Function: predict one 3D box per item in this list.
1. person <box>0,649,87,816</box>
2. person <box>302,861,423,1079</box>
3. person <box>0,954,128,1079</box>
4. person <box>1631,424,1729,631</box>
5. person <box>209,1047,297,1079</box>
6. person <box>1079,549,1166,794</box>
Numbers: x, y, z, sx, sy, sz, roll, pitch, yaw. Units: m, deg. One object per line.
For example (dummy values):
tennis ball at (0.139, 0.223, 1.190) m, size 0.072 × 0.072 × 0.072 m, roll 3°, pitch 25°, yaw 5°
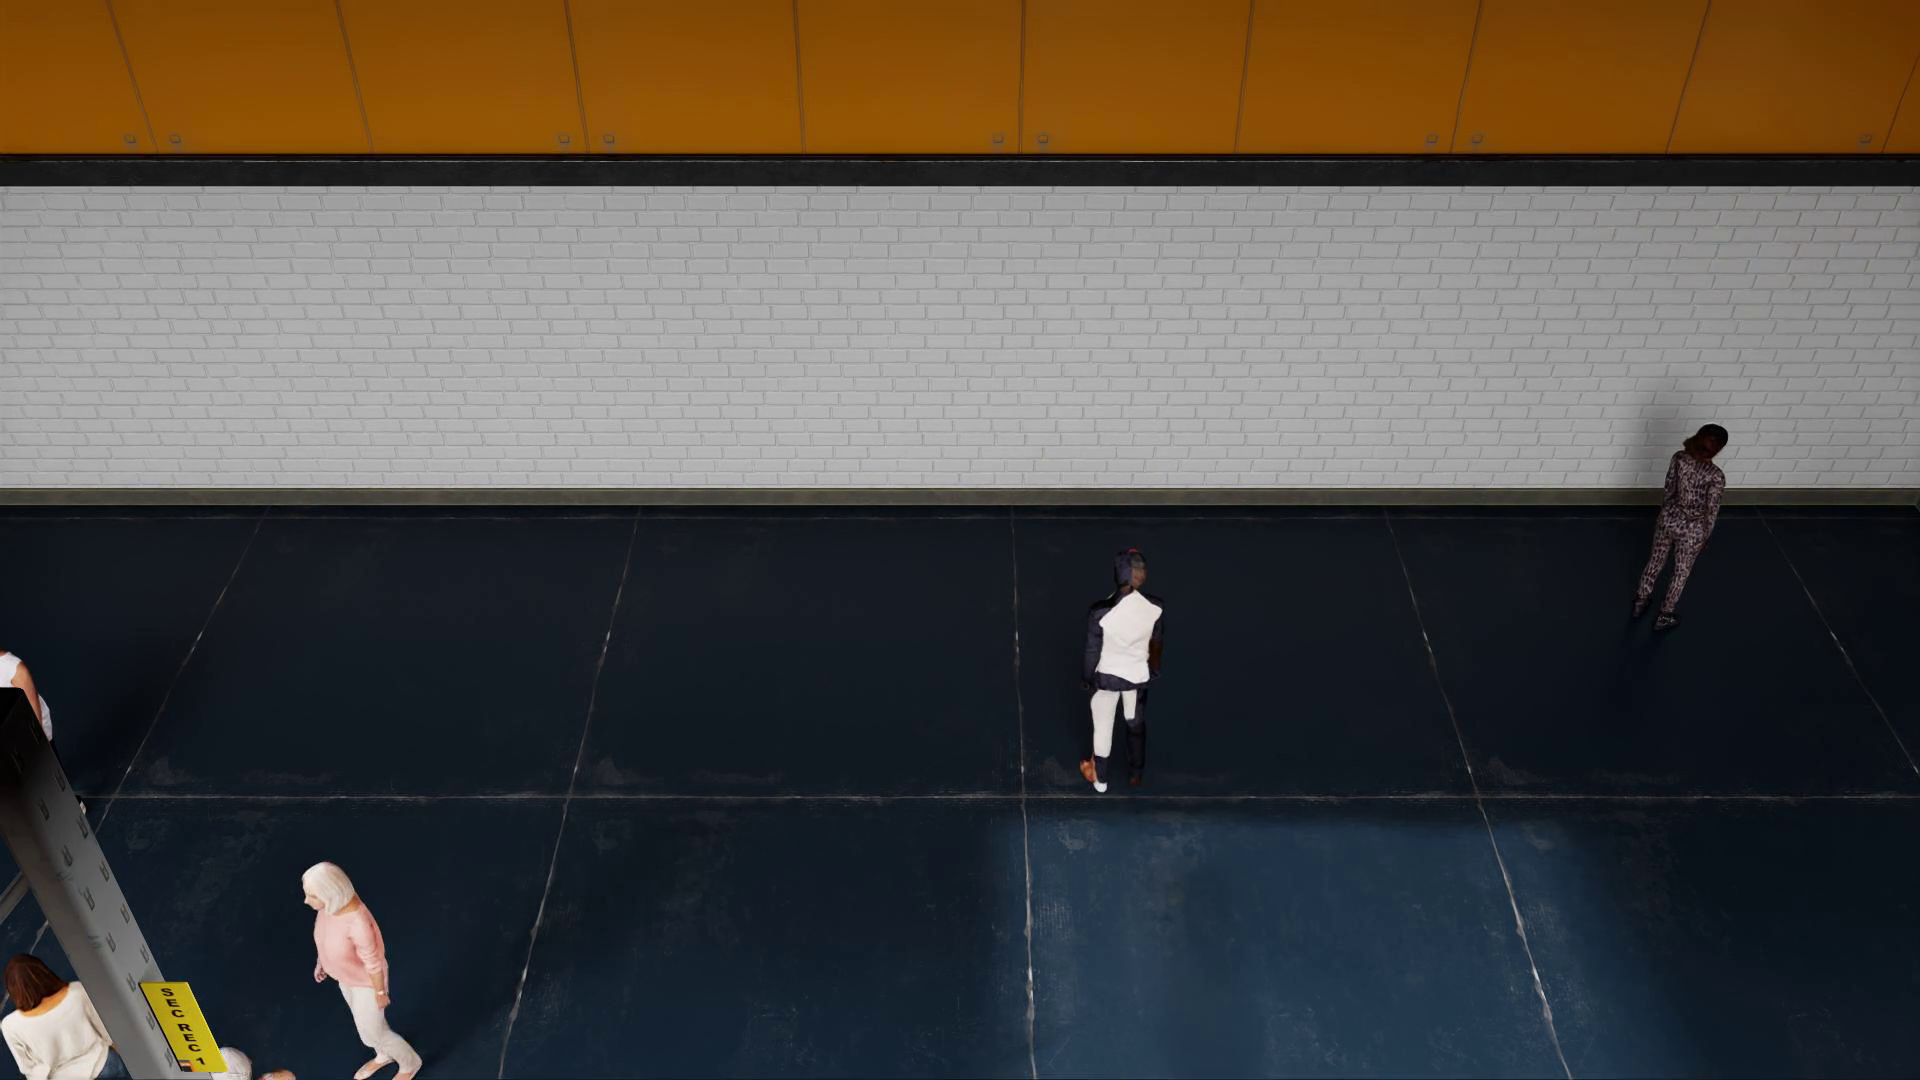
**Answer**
person at (-5.875, 1.147, 10.295) m, size 0.732 × 1.688 × 0.722 m, roll 13°, pitch 40°, yaw 15°
person at (-3.161, 2.269, 8.863) m, size 0.714 × 1.722 × 0.773 m, roll 31°, pitch 48°, yaw 33°
person at (-4.449, 2.680, 8.384) m, size 0.701 × 1.677 × 0.756 m, roll -31°, pitch 48°, yaw -33°
person at (5.133, -0.101, 11.835) m, size 0.732 × 1.718 × 0.649 m, roll -23°, pitch 44°, yaw -26°
person at (-3.178, 3.034, 7.929) m, size 0.852 × 1.693 × 0.789 m, roll 26°, pitch 45°, yaw 29°
person at (1.016, 0.845, 10.511) m, size 0.740 × 1.891 × 0.666 m, roll -8°, pitch 39°, yaw -10°
